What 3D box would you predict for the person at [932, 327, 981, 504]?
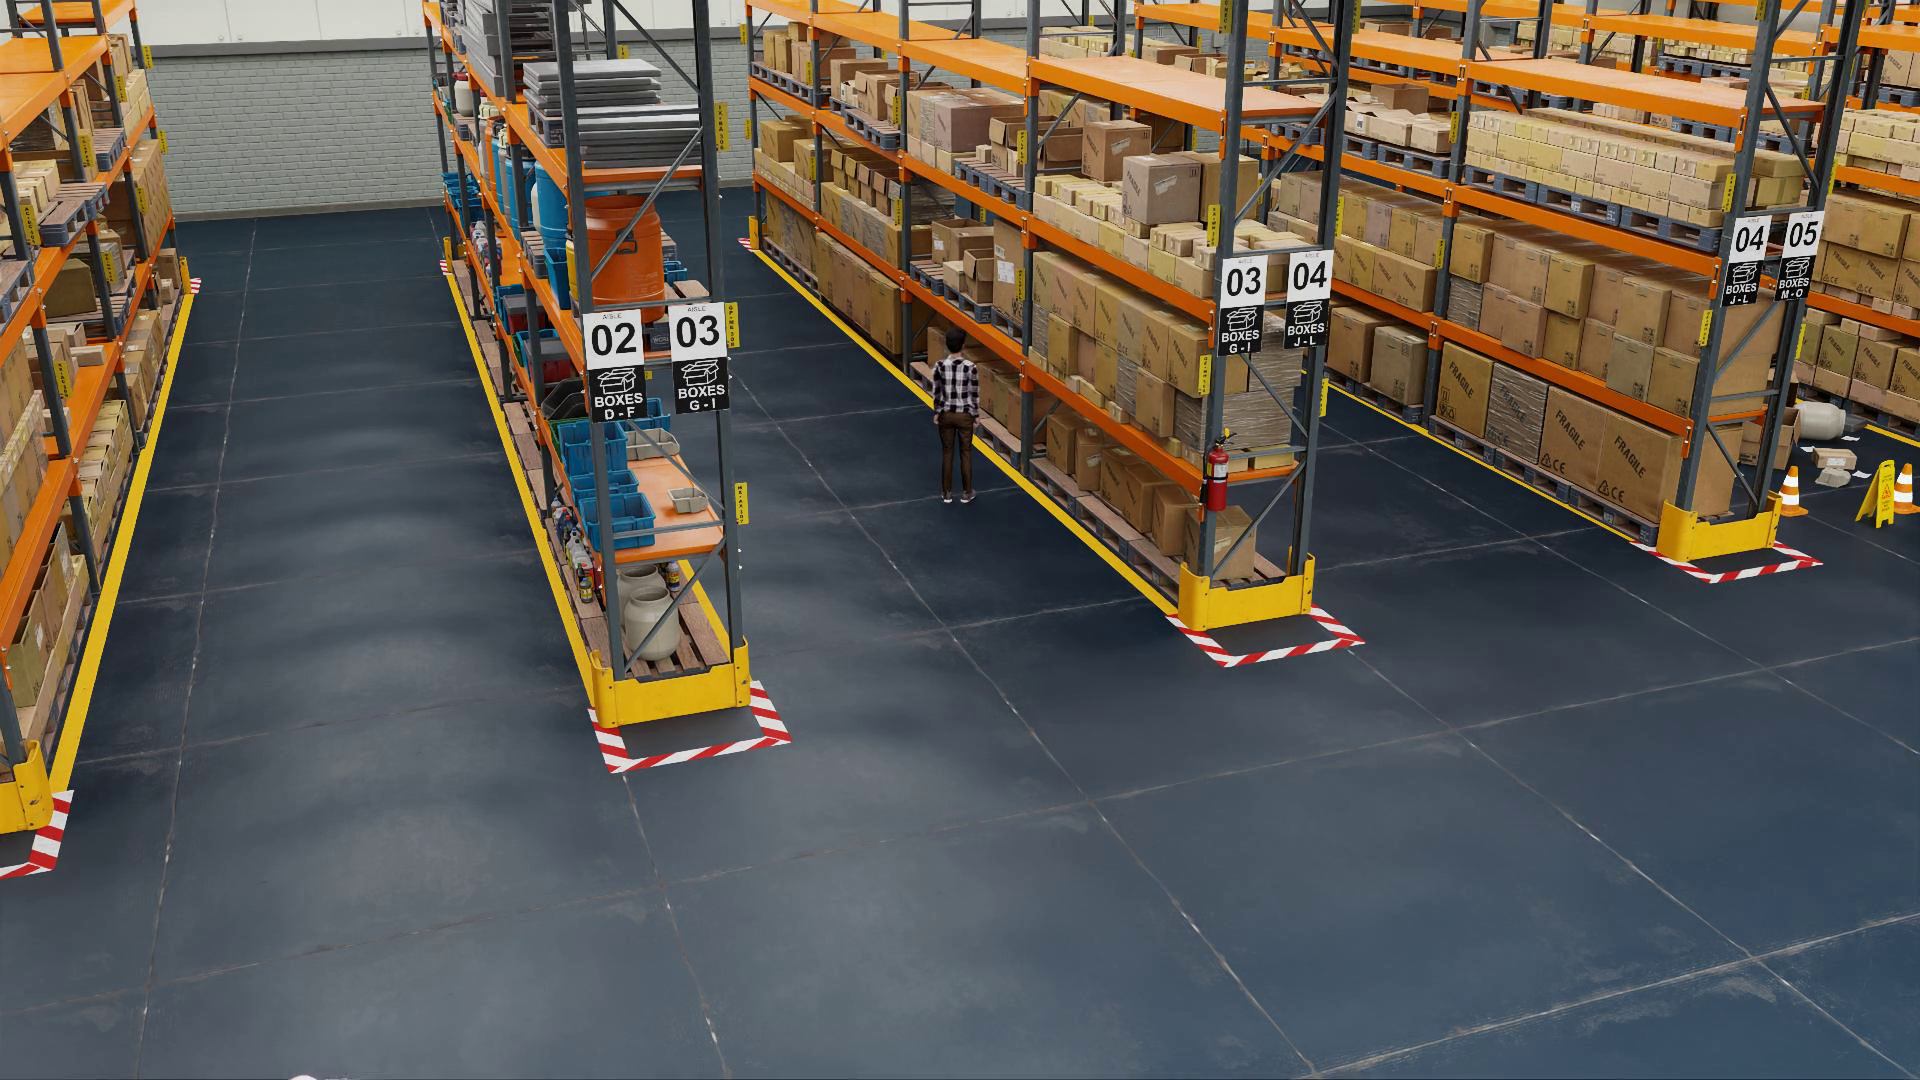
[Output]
[{"bbox_3d":[-0.035,-1.258,16.734,0.706,1.809,0.691,3,22,7],"label":"person"}]
